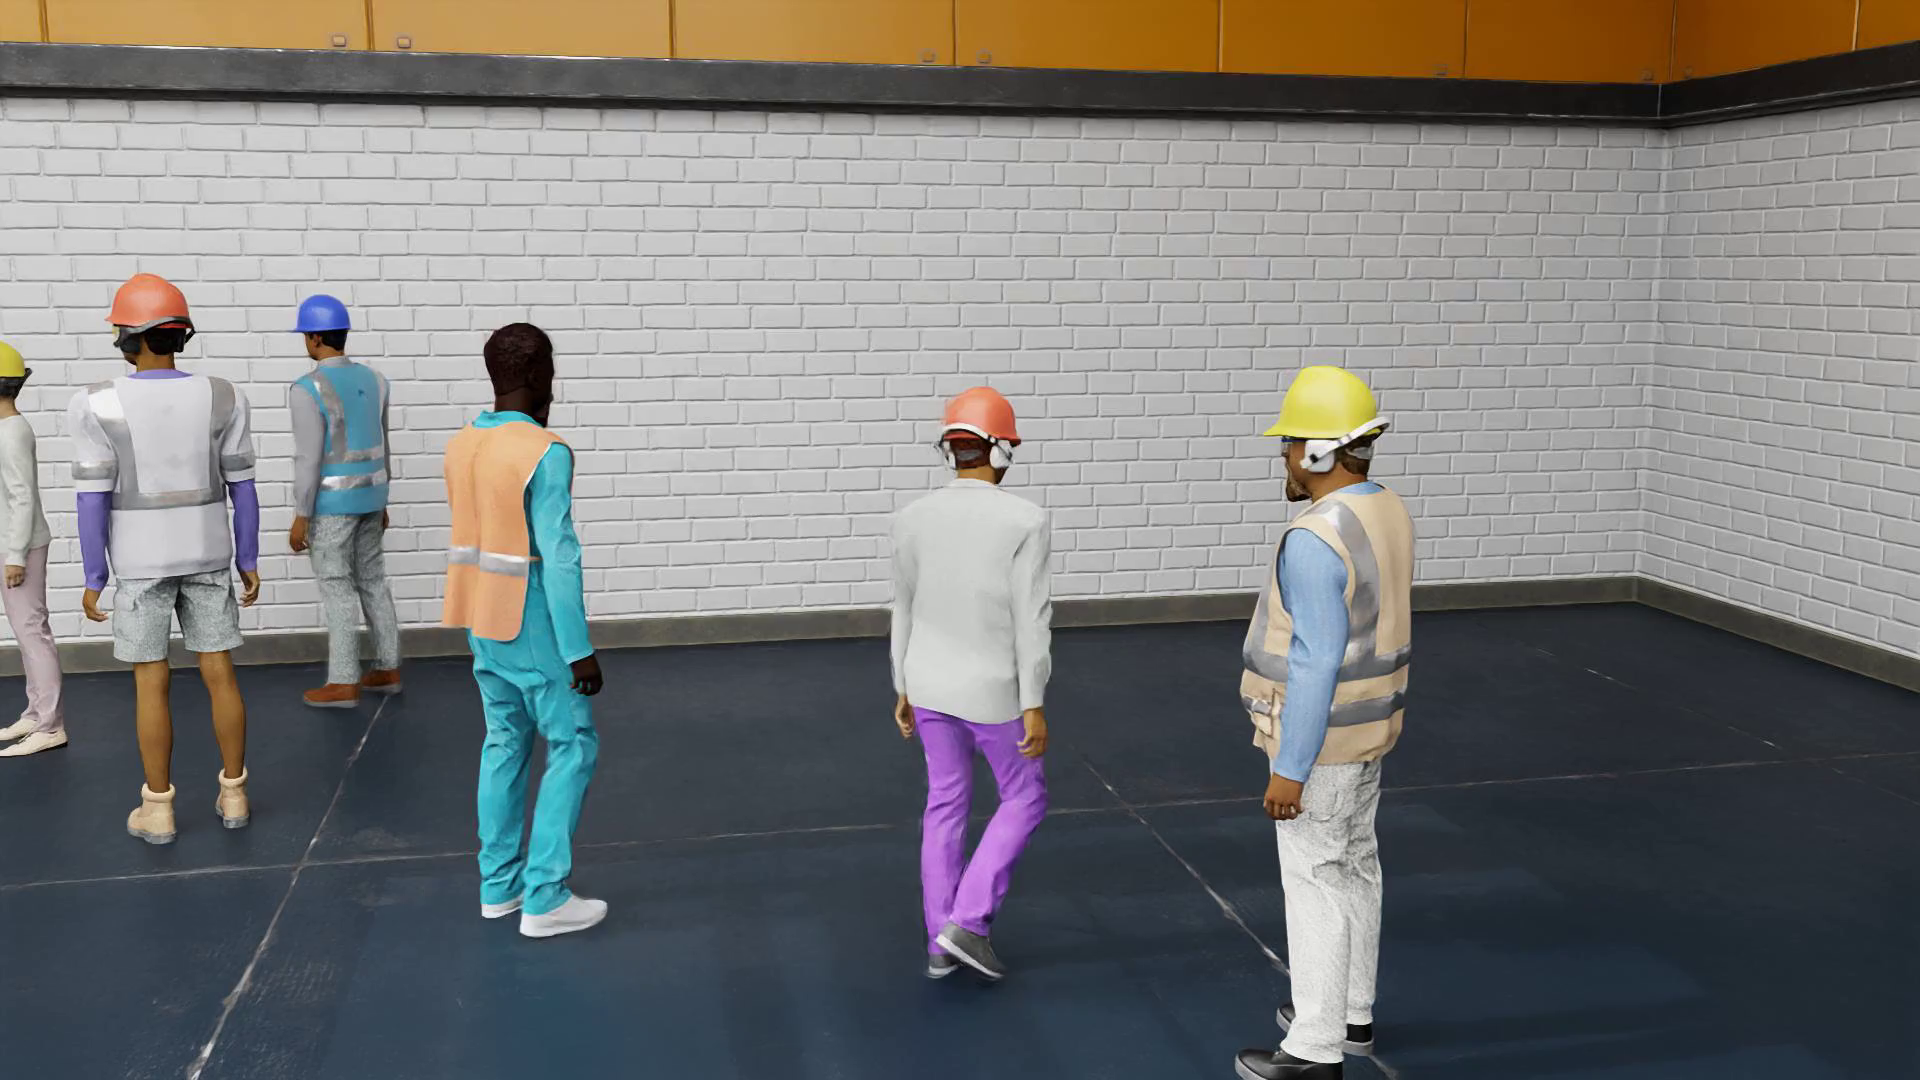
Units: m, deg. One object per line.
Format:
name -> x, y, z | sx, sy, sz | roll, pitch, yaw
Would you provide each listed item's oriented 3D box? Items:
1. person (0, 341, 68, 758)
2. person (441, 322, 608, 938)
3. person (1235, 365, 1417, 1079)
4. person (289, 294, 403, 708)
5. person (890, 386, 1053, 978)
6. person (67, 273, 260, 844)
person -> -4.050, 0.033, 7.102 | 0.300, 1.772, 0.532 | -6, 11, -34
person -> -1.371, 0.286, 5.155 | 0.620, 1.903, 0.415 | 9, 13, 42
person -> 0.914, 0.478, 4.204 | 0.404, 1.828, 0.601 | 6, 11, 32
person -> -2.923, -0.180, 7.862 | 0.405, 1.945, 0.620 | 3, 10, 18
person -> 0.042, 0.420, 4.870 | 0.580, 1.723, 0.474 | 7, 12, 37
person -> -2.859, 0.070, 6.026 | 0.615, 2.047, 0.359 | -8, 12, -39
